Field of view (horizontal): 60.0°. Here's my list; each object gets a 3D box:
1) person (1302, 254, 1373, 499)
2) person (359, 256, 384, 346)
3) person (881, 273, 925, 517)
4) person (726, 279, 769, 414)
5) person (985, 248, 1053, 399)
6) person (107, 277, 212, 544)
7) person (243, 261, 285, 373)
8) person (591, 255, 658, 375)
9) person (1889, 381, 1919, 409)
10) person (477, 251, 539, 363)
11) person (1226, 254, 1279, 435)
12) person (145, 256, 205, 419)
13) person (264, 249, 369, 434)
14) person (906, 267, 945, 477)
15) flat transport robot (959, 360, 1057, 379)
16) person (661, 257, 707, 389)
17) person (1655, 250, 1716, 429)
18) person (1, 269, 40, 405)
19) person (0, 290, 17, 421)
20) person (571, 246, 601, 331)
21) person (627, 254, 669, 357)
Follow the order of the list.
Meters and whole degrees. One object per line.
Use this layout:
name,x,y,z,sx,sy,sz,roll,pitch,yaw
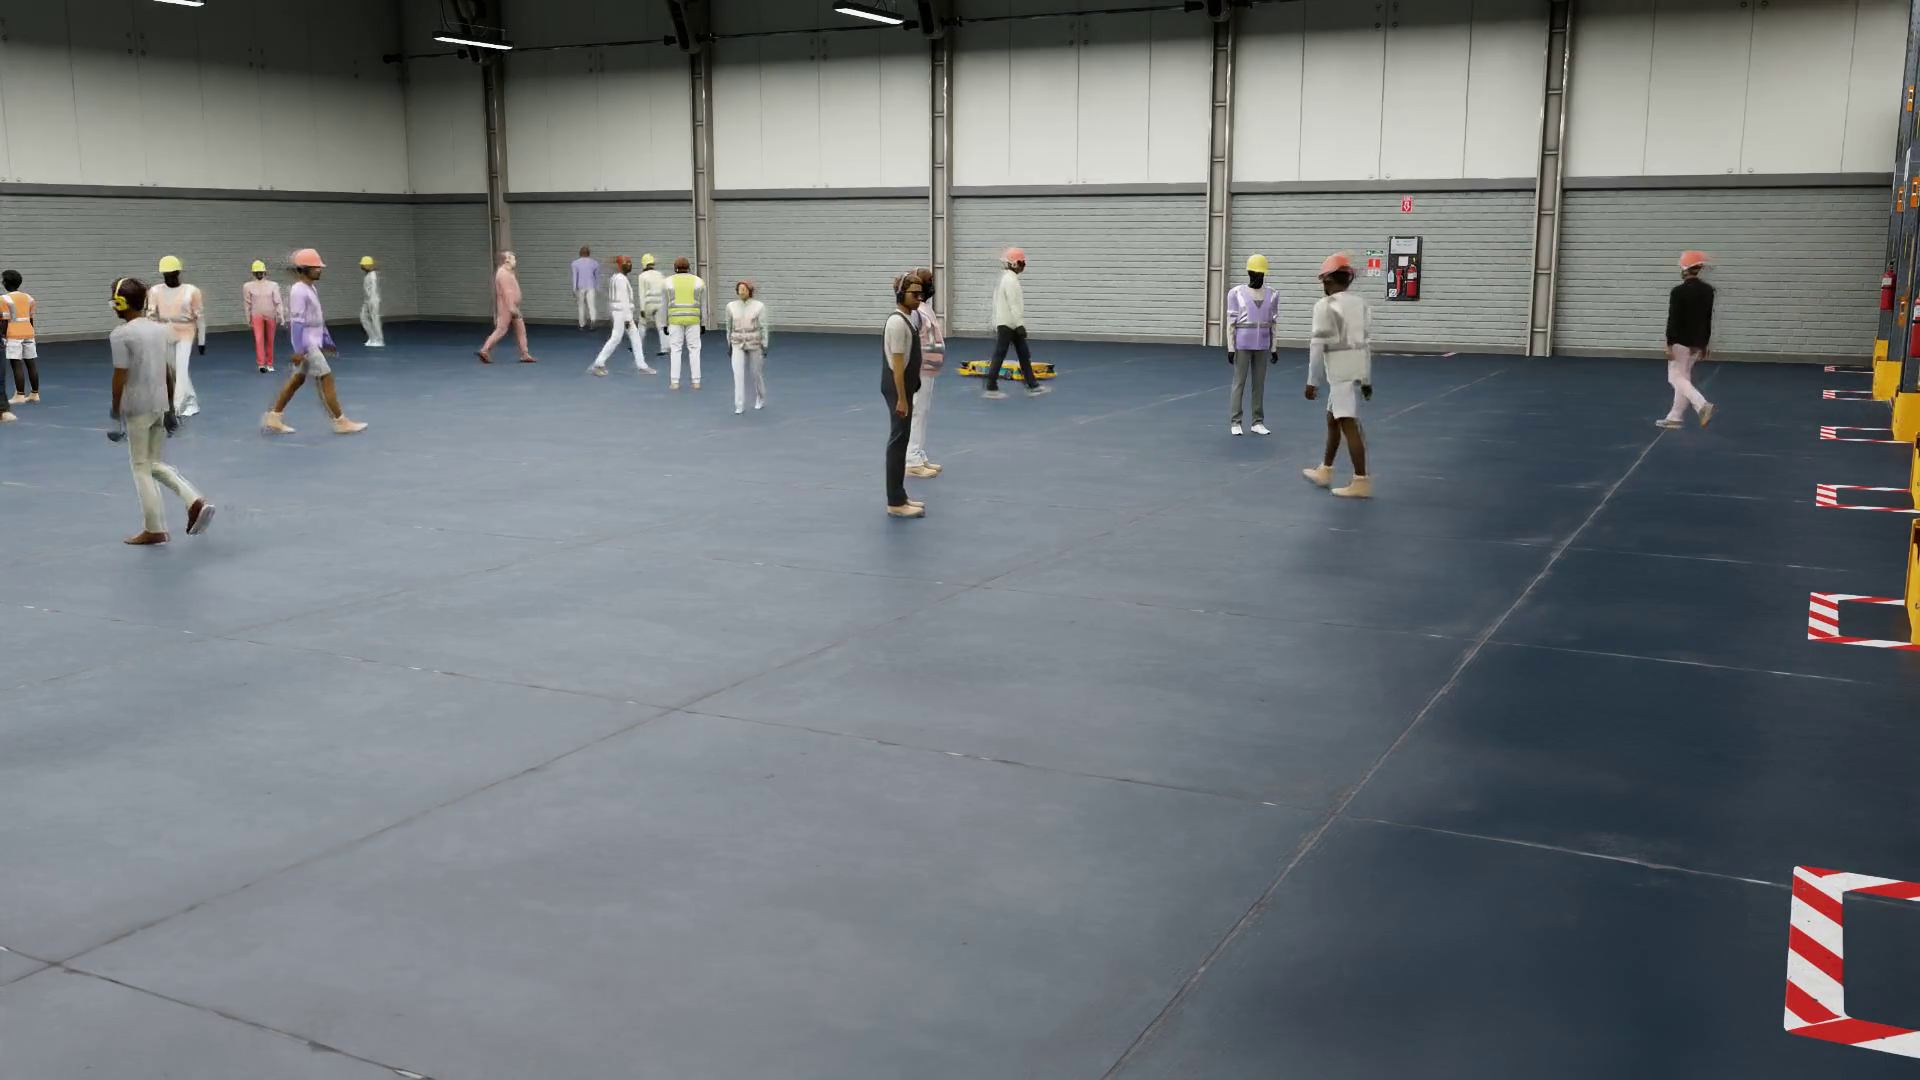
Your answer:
person,3.134,-1.350,13.723,0.643,1.966,0.916,-10,14,-42
person,-11.327,-4.570,31.890,0.487,1.721,0.519,-6,12,-32
person,-0.429,-1.101,12.682,0.345,1.842,0.505,0,10,2
person,-2.558,-2.351,20.137,0.523,1.611,0.801,1,10,6
person,0.777,-2.808,21.670,0.980,1.956,0.618,2,11,10
person,-5.543,-0.865,11.400,0.489,1.849,0.503,2,11,10
person,-10.788,-3.448,25.798,0.540,1.719,0.888,-5,12,-27
person,-5.168,-3.424,25.346,0.976,1.842,0.582,-1,10,-8
person,10.949,-2.132,18.893,0.485,1.614,0.529,6,12,29
person,-7.593,-3.872,27.733,0.932,1.870,0.640,-1,10,-3
person,3.136,-2.084,17.806,0.585,1.928,0.366,-3,11,-14
person,-9.147,-2.340,19.328,0.593,1.878,0.973,1,10,4
person,-6.980,-2.101,17.762,1.070,1.998,0.629,-3,11,-16
person,-0.346,-1.486,14.777,0.429,1.846,0.626,1,10,8
flat transport robot,0.714,-2.568,24.962,1.431,0.197,0.652,10,14,44
person,-3.845,-3.018,23.169,0.631,1.837,0.430,-2,11,-13
person,7.983,-2.166,18.138,0.621,1.973,0.783,-5,11,-24
person,-11.913,-2.561,21.028,0.318,1.700,0.535,2,11,13
person,-11.350,-2.381,19.118,0.808,2.000,0.698,5,12,27
person,-8.314,-5.596,37.073,0.643,1.906,0.950,-4,11,-23
person,-5.459,-4.097,29.165,0.913,1.783,0.625,8,13,38
